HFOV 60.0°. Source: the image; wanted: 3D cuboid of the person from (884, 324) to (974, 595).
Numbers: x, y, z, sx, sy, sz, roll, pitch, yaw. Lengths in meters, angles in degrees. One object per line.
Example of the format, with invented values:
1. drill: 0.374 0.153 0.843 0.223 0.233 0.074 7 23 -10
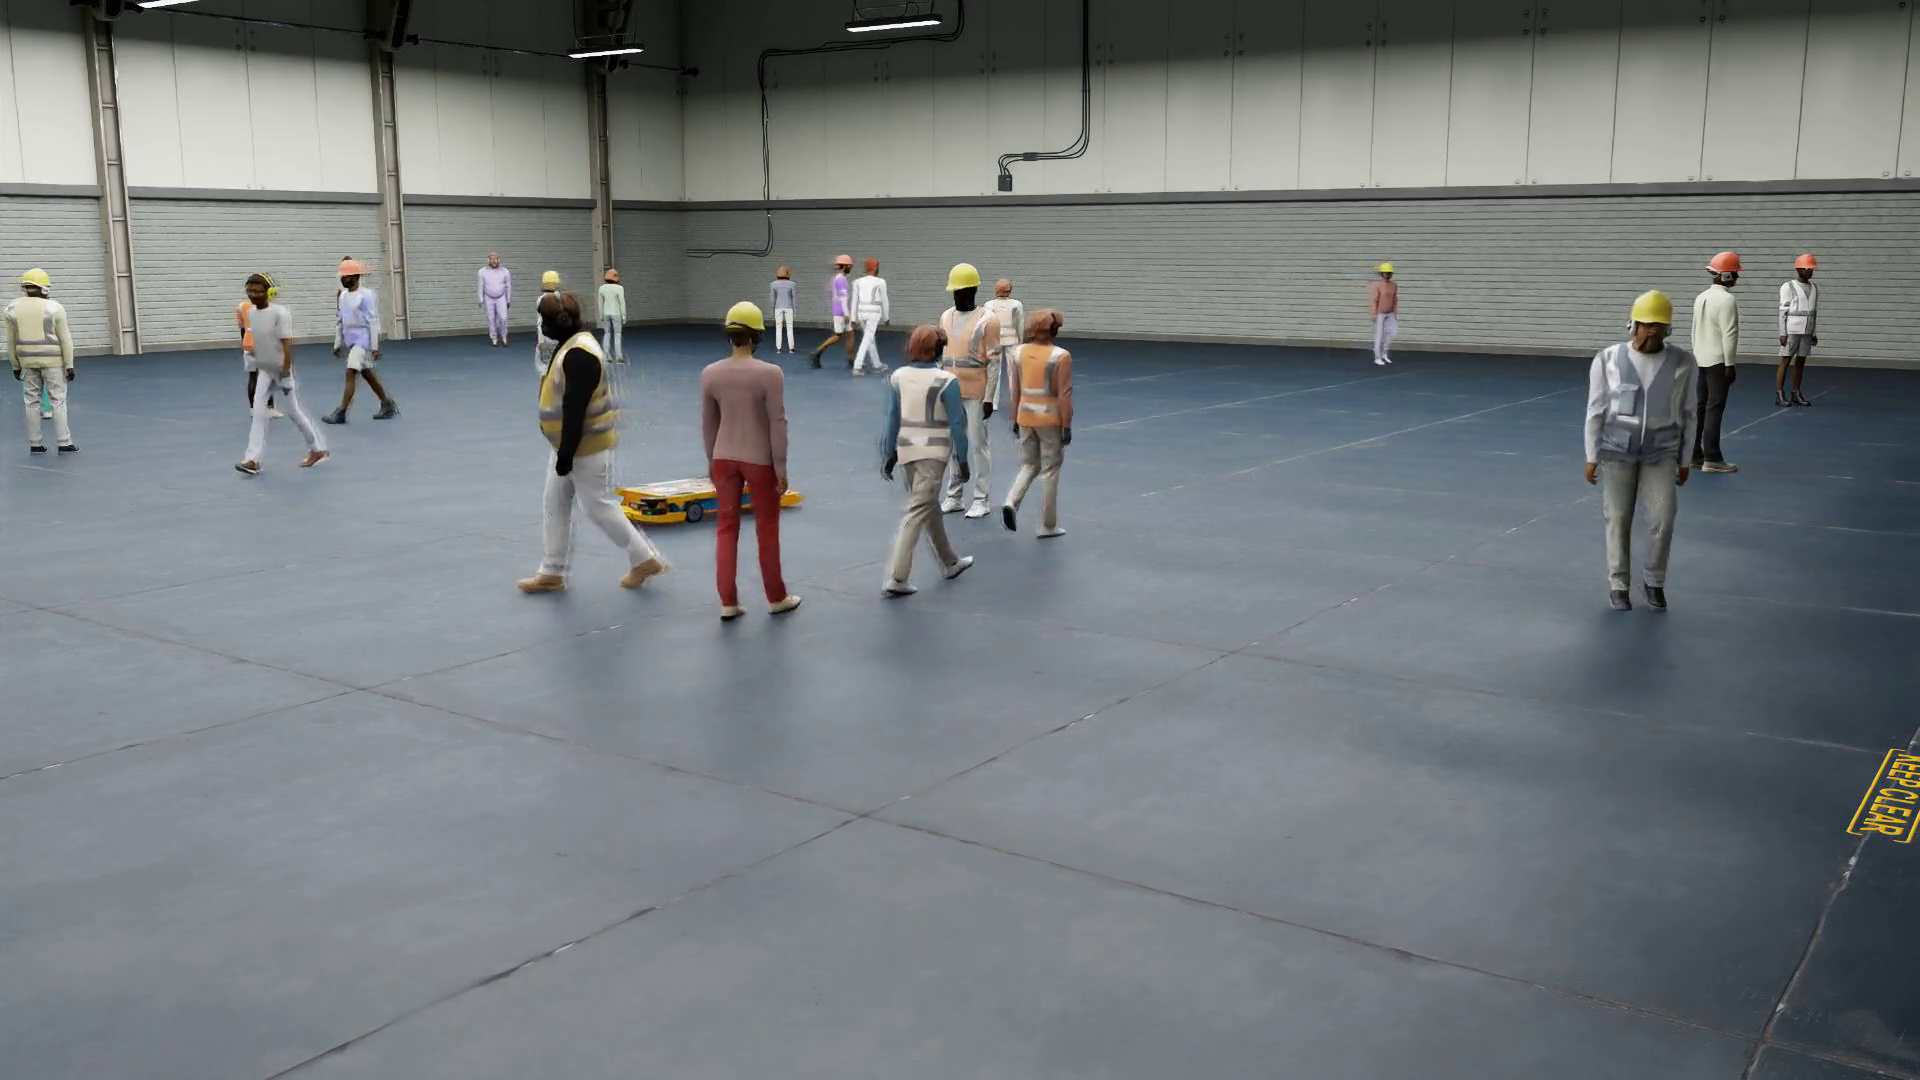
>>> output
1. person: -0.179 -0.490 9.972 0.536 1.588 0.884 9 13 40

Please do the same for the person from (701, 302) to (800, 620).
1. person: -1.167 -0.436 9.229 0.534 1.762 0.428 4 11 19

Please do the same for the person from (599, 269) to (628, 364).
1. person: -5.988 -3.853 28.709 0.505 1.631 0.278 4 11 21

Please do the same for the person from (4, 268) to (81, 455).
1. person: -8.998 -1.740 16.328 0.600 1.827 0.403 -1 10 -4

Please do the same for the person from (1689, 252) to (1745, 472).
1. person: 6.913 -1.623 15.206 0.378 1.996 0.610 -1 10 -5

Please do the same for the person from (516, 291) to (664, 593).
1. person: -2.203 -0.574 9.879 0.818 1.806 0.636 -5 11 -24

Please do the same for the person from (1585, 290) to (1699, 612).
1. person: 3.817 -0.483 9.347 0.595 1.817 0.481 3 11 18

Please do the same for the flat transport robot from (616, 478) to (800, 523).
1. flat transport robot: -1.986 -0.334 12.818 0.652 0.197 1.431 9 14 43

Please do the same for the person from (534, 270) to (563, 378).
1. person: -5.204 -2.561 21.198 0.450 1.726 0.514 8 13 39

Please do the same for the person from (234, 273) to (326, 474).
1. person: -6.251 -1.515 15.153 0.571 1.818 1.003 4 11 21

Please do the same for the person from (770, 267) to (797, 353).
1. person: -3.350 -4.373 31.622 0.503 1.632 0.274 0 10 1

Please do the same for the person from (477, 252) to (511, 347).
1. person: -9.351 -4.817 33.416 0.649 1.885 0.677 -3 10 -15

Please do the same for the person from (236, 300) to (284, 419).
1. person: -8.289 -2.275 19.703 0.532 1.700 0.329 3 11 16

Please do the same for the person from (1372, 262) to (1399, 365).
1. person: 7.283 -3.871 28.479 0.544 1.750 0.391 -5 11 -25

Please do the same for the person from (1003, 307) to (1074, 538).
1. person: 0.544 -0.808 11.647 0.531 1.629 0.450 8 13 38

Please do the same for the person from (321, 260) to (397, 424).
1. person: -7.028 -2.309 19.374 0.566 1.886 1.012 8 13 37

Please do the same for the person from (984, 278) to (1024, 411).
1. person: 0.540 -2.407 20.593 0.514 1.642 0.310 0 10 2

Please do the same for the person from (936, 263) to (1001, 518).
1. person: 0.042 -1.130 12.646 0.587 1.925 0.368 8 13 39

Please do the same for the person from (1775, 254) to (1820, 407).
1. person: 10.704 -2.666 21.209 0.543 1.939 0.360 -2 10 -14

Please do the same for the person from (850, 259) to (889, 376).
1. person: -1.430 -3.512 26.261 0.593 1.834 1.008 7 12 34

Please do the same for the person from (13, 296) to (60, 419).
1. person: -10.900 -2.318 19.757 0.547 1.749 0.521 -2 10 -11

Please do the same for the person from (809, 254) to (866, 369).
1. person: -2.024 -3.757 27.433 0.862 1.903 0.559 0 10 1

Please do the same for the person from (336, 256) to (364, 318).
1. person: -10.760 -4.082 29.368 0.560 1.856 0.429 1 10 5
